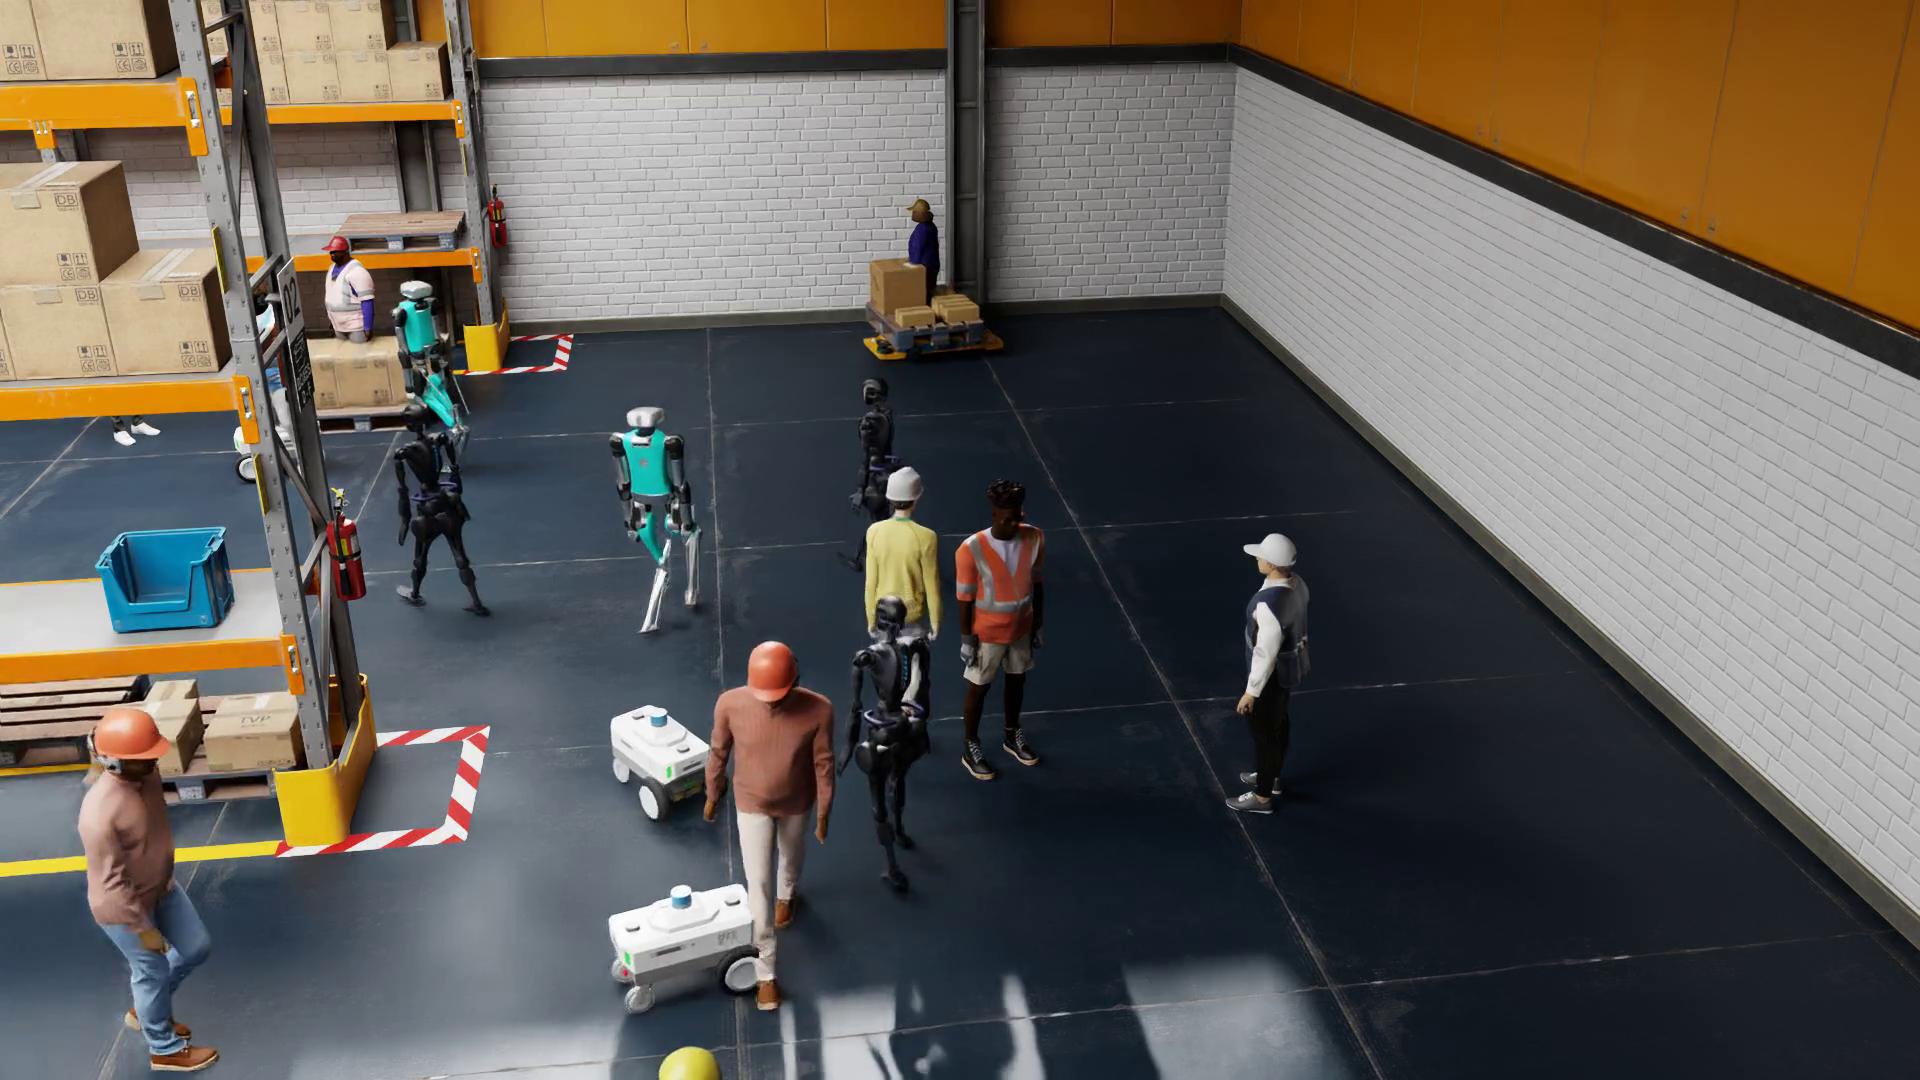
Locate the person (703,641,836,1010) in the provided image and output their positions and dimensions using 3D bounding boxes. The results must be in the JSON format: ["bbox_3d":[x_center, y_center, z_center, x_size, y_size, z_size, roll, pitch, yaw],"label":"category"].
[{"bbox_3d":[-0.960,1.314,8.371,0.680,1.904,1.060,-3,24,-7],"label":"person"}]

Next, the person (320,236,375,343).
[{"bbox_3d":[-6.006,-2.125,16.391,0.627,1.751,0.420,17,29,33],"label":"person"}]

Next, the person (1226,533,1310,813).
[{"bbox_3d":[1.819,0.778,9.766,0.429,1.756,0.768,11,26,24],"label":"person"}]

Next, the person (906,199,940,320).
[{"bbox_3d":[-0.417,-2.991,18.531,0.361,1.619,0.453,9,25,20],"label":"person"}]

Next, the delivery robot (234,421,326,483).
[{"bbox_3d":[-6.151,-0.848,14.989,0.808,0.607,0.499,-7,25,-15],"label":"delivery robot"}]

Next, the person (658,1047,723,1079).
[{"bbox_3d":[-0.855,2.488,5.691,0.601,1.914,0.421,-8,25,-17],"label":"person"}]

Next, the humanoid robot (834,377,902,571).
[{"bbox_3d":[-0.661,-0.446,12.719,0.771,1.627,0.600,8,25,18],"label":"humanoid robot"}]

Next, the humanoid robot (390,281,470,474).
[{"bbox_3d":[-4.577,-1.358,14.738,0.672,1.860,0.541,10,26,21],"label":"humanoid robot"}]

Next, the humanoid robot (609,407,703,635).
[{"bbox_3d":[-2.138,-0.198,12.049,0.534,1.752,1.010,4,24,8],"label":"humanoid robot"}]

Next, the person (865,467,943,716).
[{"bbox_3d":[-0.375,0.477,10.340,0.486,1.869,0.681,7,25,16],"label":"person"}]

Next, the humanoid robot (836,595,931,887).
[{"bbox_3d":[-0.409,1.087,9.208,0.608,1.645,0.636,-18,29,-35],"label":"humanoid robot"}]

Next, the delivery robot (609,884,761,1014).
[{"bbox_3d":[-1.365,2.027,8.439,0.786,0.608,0.499,-10,26,-22],"label":"delivery robot"}]

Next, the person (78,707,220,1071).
[{"bbox_3d":[-3.694,1.622,7.603,0.481,1.963,0.613,1,24,2],"label":"person"}]

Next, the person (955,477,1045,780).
[{"bbox_3d":[0.250,0.531,10.098,0.598,1.957,0.379,-14,27,-28],"label":"person"}]

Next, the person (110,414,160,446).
[{"bbox_3d":[-7.885,-1.828,15.576,0.309,1.865,0.531,9,25,20],"label":"person"}]

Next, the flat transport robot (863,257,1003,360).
[{"bbox_3d":[-0.299,-2.235,18.488,1.431,0.231,0.659,-8,25,-17],"label":"flat transport robot"}]

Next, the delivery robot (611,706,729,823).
[{"bbox_3d":[-1.805,1.301,10.068,0.499,0.587,0.777,-19,30,-37],"label":"delivery robot"}]

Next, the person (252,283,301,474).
[{"bbox_3d":[-6.069,-1.394,14.634,0.637,1.832,0.430,10,26,21],"label":"person"}]

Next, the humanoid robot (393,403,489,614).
[{"bbox_3d":[-3.887,-0.235,12.232,0.776,1.622,0.609,14,27,29],"label":"humanoid robot"}]
